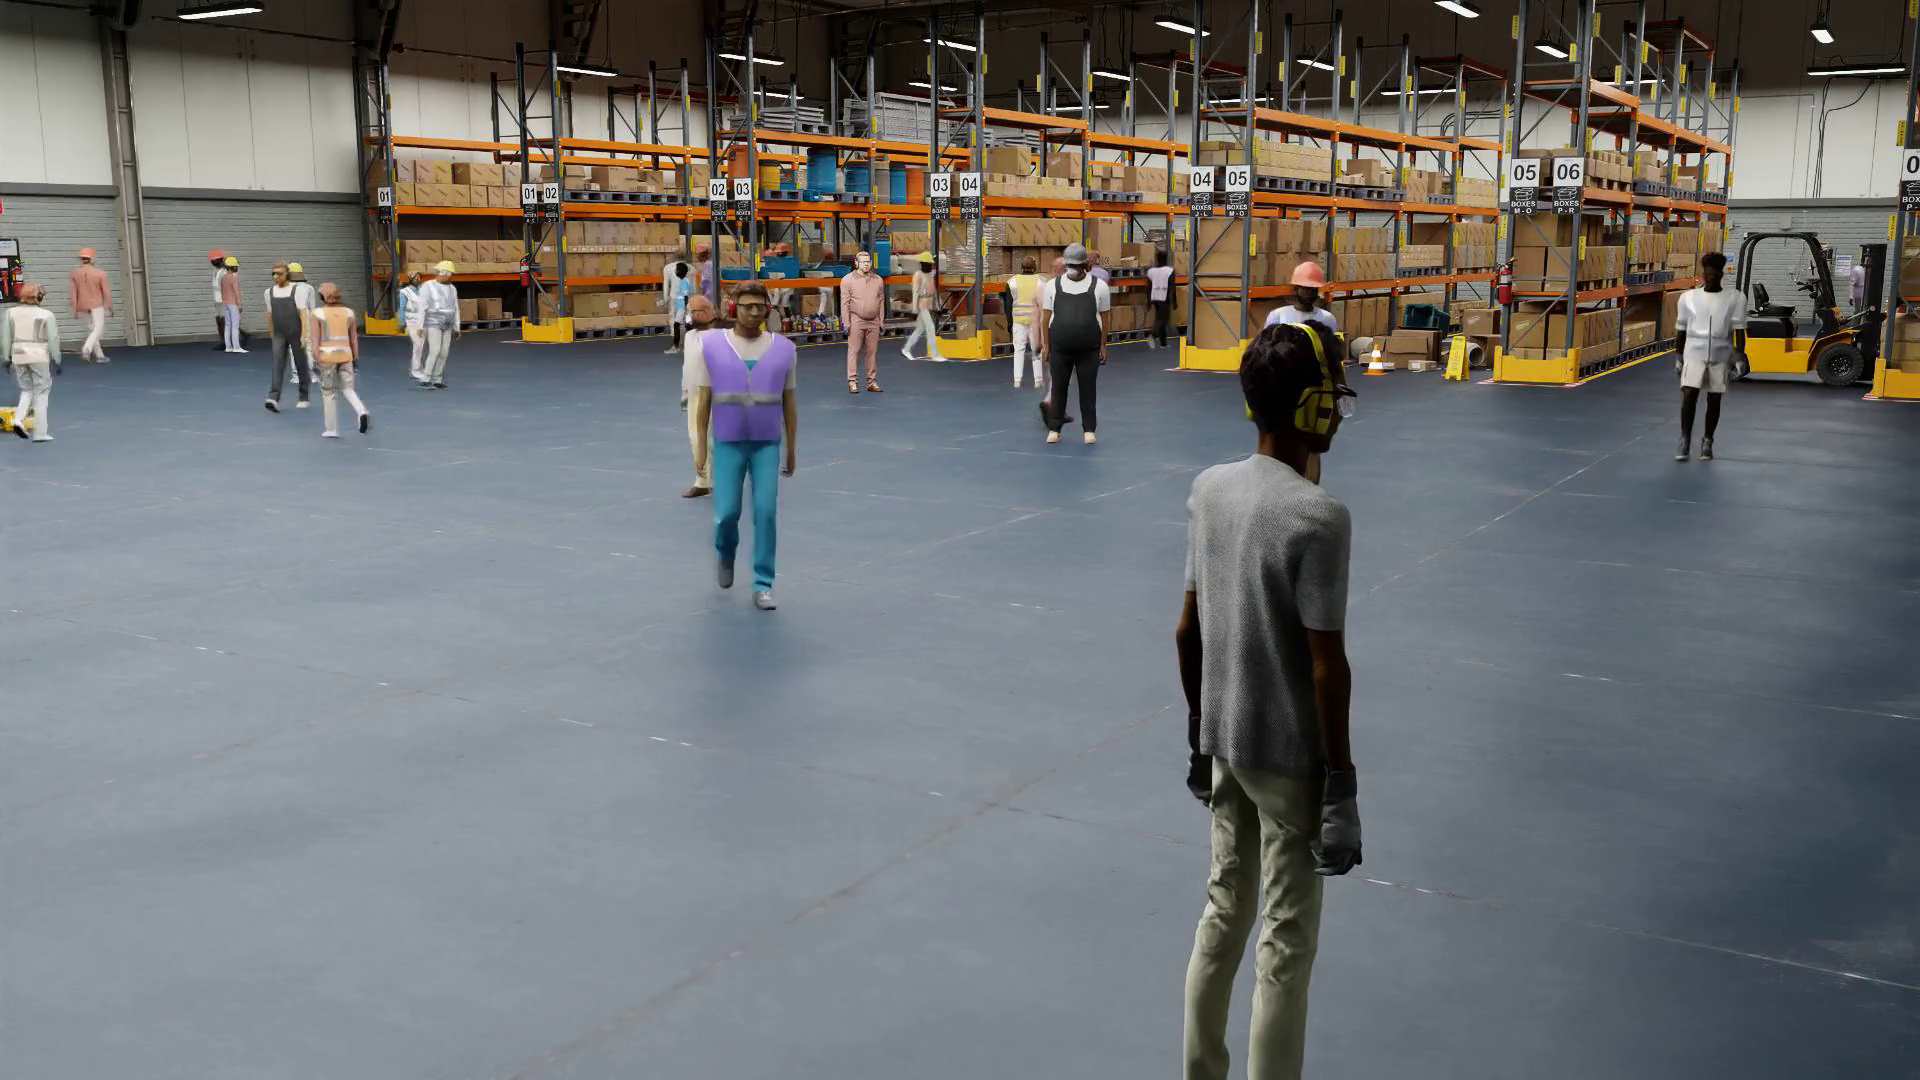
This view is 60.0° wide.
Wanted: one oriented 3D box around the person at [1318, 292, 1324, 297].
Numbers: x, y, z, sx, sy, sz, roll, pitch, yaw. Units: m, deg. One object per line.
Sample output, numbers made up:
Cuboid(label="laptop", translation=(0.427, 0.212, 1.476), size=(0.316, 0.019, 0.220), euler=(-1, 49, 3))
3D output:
Cuboid(label="person", translation=(7.870, -5.469, 36.850), size=(0.571, 1.845, 0.693), euler=(7, 12, 33))

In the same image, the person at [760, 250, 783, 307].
Cuboid(label="person", translation=(-4.211, -5.461, 36.743), size=(0.566, 1.880, 1.008), euler=(3, 11, 17))

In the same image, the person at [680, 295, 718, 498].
Cuboid(label="person", translation=(-2.016, -1.138, 13.246), size=(0.431, 1.621, 0.504), euler=(-7, 12, -33))

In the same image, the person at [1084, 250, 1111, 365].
Cuboid(label="person", translation=(2.194, -3.843, 27.611), size=(0.669, 1.899, 0.404), euler=(5, 11, 26))

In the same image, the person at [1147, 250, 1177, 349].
Cuboid(label="person", translation=(3.823, -4.591, 31.821), size=(0.593, 1.891, 0.813), euler=(9, 14, 42))

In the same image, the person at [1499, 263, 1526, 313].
Cuboid(label="person", translation=(11.551, -5.160, 34.724), size=(0.620, 1.991, 0.398), euler=(7, 12, 35))

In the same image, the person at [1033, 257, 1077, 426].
Cuboid(label="person", translation=(1.087, -2.189, 18.412), size=(0.652, 1.883, 0.816), euler=(7, 12, 35))

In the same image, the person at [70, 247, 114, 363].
Cuboid(label="person", translation=(-14.673, -3.953, 28.060), size=(0.621, 1.971, 0.906), euler=(1, 10, 3))

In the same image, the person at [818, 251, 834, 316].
Cuboid(label="person", translation=(-3.152, -5.980, 39.789), size=(0.585, 1.829, 1.017), euler=(5, 11, 25))

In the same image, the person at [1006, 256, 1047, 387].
Cuboid(label="person", translation=(0.963, -3.060, 23.385), size=(0.633, 1.843, 0.429), euler=(1, 10, 8))

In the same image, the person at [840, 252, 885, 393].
Cuboid(label="person", translation=(-1.297, -2.943, 22.554), size=(0.641, 1.908, 0.407), euler=(-6, 12, -30))

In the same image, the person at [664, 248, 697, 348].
Cuboid(label="person", translation=(-5.392, -4.660, 32.122), size=(0.639, 1.924, 0.430), euler=(-2, 10, -10))

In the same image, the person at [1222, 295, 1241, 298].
Cuboid(label="person", translation=(5.941, -5.336, 36.145), size=(0.644, 1.842, 0.429), euler=(10, 14, 44))

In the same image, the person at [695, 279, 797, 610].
Cuboid(label="person", translation=(-1.198, -0.540, 9.297), size=(0.592, 1.826, 0.536), euler=(-3, 11, -16))

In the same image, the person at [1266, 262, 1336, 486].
Cuboid(label="person", translation=(2.550, -1.144, 12.554), size=(0.549, 1.893, 1.004), euler=(0, 10, 1))

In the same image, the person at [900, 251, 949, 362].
Cuboid(label="person", translation=(-0.637, -4.003, 28.555), size=(0.951, 1.888, 0.606), euler=(4, 11, 23))

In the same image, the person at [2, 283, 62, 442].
Cuboid(label="person", translation=(-9.441, -1.802, 16.933), size=(0.553, 1.619, 0.370), euler=(1, 10, 3))

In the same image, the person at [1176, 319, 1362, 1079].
Cuboid(label="person", translation=(0.668, 0.473, 3.539), size=(0.313, 1.863, 0.538), euler=(-5, 11, -27))

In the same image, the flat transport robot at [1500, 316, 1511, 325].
Cuboid(label="flat transport robot", translation=(13.487, -5.375, 40.752), size=(0.652, 0.197, 1.431), euler=(3, 11, 19))

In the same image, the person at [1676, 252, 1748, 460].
Cuboid(label="person", translation=(6.939, -1.678, 15.402), size=(0.612, 1.935, 0.826), euler=(4, 11, 22))

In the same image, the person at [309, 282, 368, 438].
Cuboid(label="person", translation=(-6.443, -1.852, 17.244), size=(0.552, 1.625, 0.526), euler=(9, 13, 41))

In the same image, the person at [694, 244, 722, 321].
Cuboid(label="person", translation=(-5.153, -4.980, 33.670), size=(0.791, 1.997, 0.640), euler=(-3, 10, -15))

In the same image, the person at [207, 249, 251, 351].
Cuboid(label="person", translation=(-13.871, -4.532, 31.442), size=(0.551, 1.919, 0.603), euler=(10, 14, 44))

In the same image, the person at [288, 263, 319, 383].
Cuboid(label="person", translation=(-9.619, -3.154, 24.203), size=(0.485, 1.739, 0.313), euler=(-5, 11, -28))

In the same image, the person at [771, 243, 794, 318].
Cuboid(label="person", translation=(-3.770, -5.265, 35.209), size=(0.641, 2.026, 0.482), euler=(6, 12, 30))

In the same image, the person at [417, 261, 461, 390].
Cuboid(label="person", translation=(-7.159, -2.946, 22.922), size=(0.404, 1.776, 0.657), euler=(6, 12, 29))

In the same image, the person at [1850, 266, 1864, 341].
Cuboid(label="person", translation=(18.495, -4.962, 33.953), size=(0.597, 1.873, 1.003), euler=(5, 11, 24))

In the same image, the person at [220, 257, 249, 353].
Cuboid(label="person", translation=(-13.427, -4.334, 30.734), size=(0.532, 1.767, 0.328), euler=(7, 12, 35))

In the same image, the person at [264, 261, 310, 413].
Cuboid(label="person", translation=(-8.121, -2.439, 20.030), size=(0.522, 1.797, 0.926), euler=(-1, 10, -4))

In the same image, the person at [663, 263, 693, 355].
Cuboid(label="person", translation=(-5.079, -4.155, 29.983), size=(0.750, 1.663, 0.549), euler=(-2, 10, -11))

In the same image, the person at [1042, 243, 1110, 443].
Cuboid(label="person", translation=(1.165, -1.984, 16.801), size=(0.684, 2.000, 0.535), euler=(1, 10, 7))

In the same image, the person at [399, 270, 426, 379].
Cuboid(label="person", translation=(-8.074, -3.206, 24.835), size=(0.504, 1.621, 0.518), euler=(5, 11, 26))

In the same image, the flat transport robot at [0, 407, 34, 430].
Cuboid(label="flat transport robot", translation=(-10.772, -1.296, 17.904), size=(1.431, 0.197, 0.652), euler=(-3, 11, -17))
